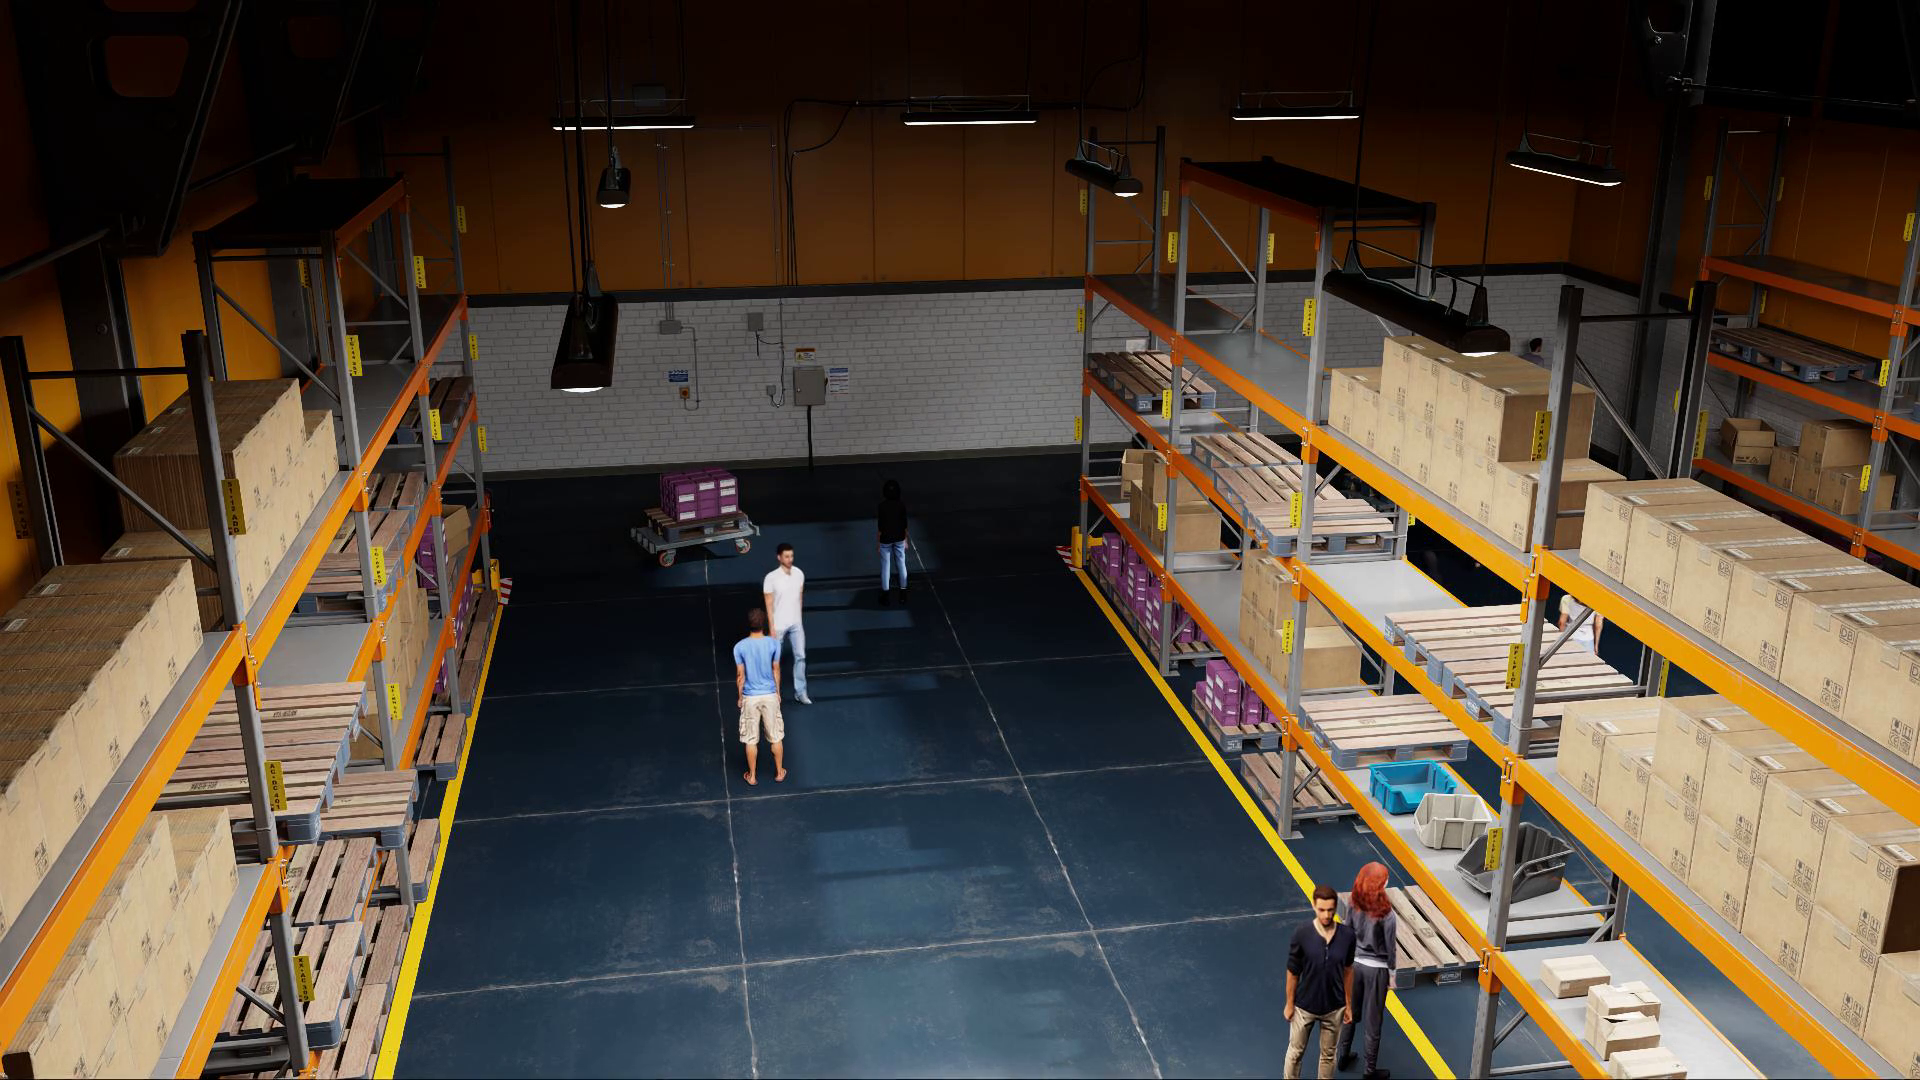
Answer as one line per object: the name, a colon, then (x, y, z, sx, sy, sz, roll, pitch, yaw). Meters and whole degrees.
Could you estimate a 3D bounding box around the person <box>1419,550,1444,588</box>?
person: (5.388, 0.911, 19.213, 0.816, 1.606, 1.122, -9, 21, -25)

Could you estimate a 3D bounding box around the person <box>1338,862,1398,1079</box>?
person: (3.002, 3.164, 12.250, 0.720, 1.780, 0.610, -16, 24, -39)

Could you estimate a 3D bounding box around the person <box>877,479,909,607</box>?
person: (-0.885, 0.025, 21.694, 0.587, 1.702, 0.559, -5, 19, -16)

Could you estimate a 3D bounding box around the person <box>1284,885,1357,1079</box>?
person: (2.538, 3.275, 11.797, 0.663, 1.859, 0.574, 0, 19, -1)

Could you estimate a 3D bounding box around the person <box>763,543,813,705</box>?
person: (-2.022, 0.917, 18.836, 0.915, 1.836, 1.236, -10, 21, -26)

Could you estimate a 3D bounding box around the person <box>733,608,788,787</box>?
person: (-2.025, 1.580, 16.826, 0.663, 1.862, 0.574, -4, 19, -13)

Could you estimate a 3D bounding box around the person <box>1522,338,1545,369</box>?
person: (10.110, -2.671, 29.466, 0.797, 1.851, 0.603, -9, 20, -24)
